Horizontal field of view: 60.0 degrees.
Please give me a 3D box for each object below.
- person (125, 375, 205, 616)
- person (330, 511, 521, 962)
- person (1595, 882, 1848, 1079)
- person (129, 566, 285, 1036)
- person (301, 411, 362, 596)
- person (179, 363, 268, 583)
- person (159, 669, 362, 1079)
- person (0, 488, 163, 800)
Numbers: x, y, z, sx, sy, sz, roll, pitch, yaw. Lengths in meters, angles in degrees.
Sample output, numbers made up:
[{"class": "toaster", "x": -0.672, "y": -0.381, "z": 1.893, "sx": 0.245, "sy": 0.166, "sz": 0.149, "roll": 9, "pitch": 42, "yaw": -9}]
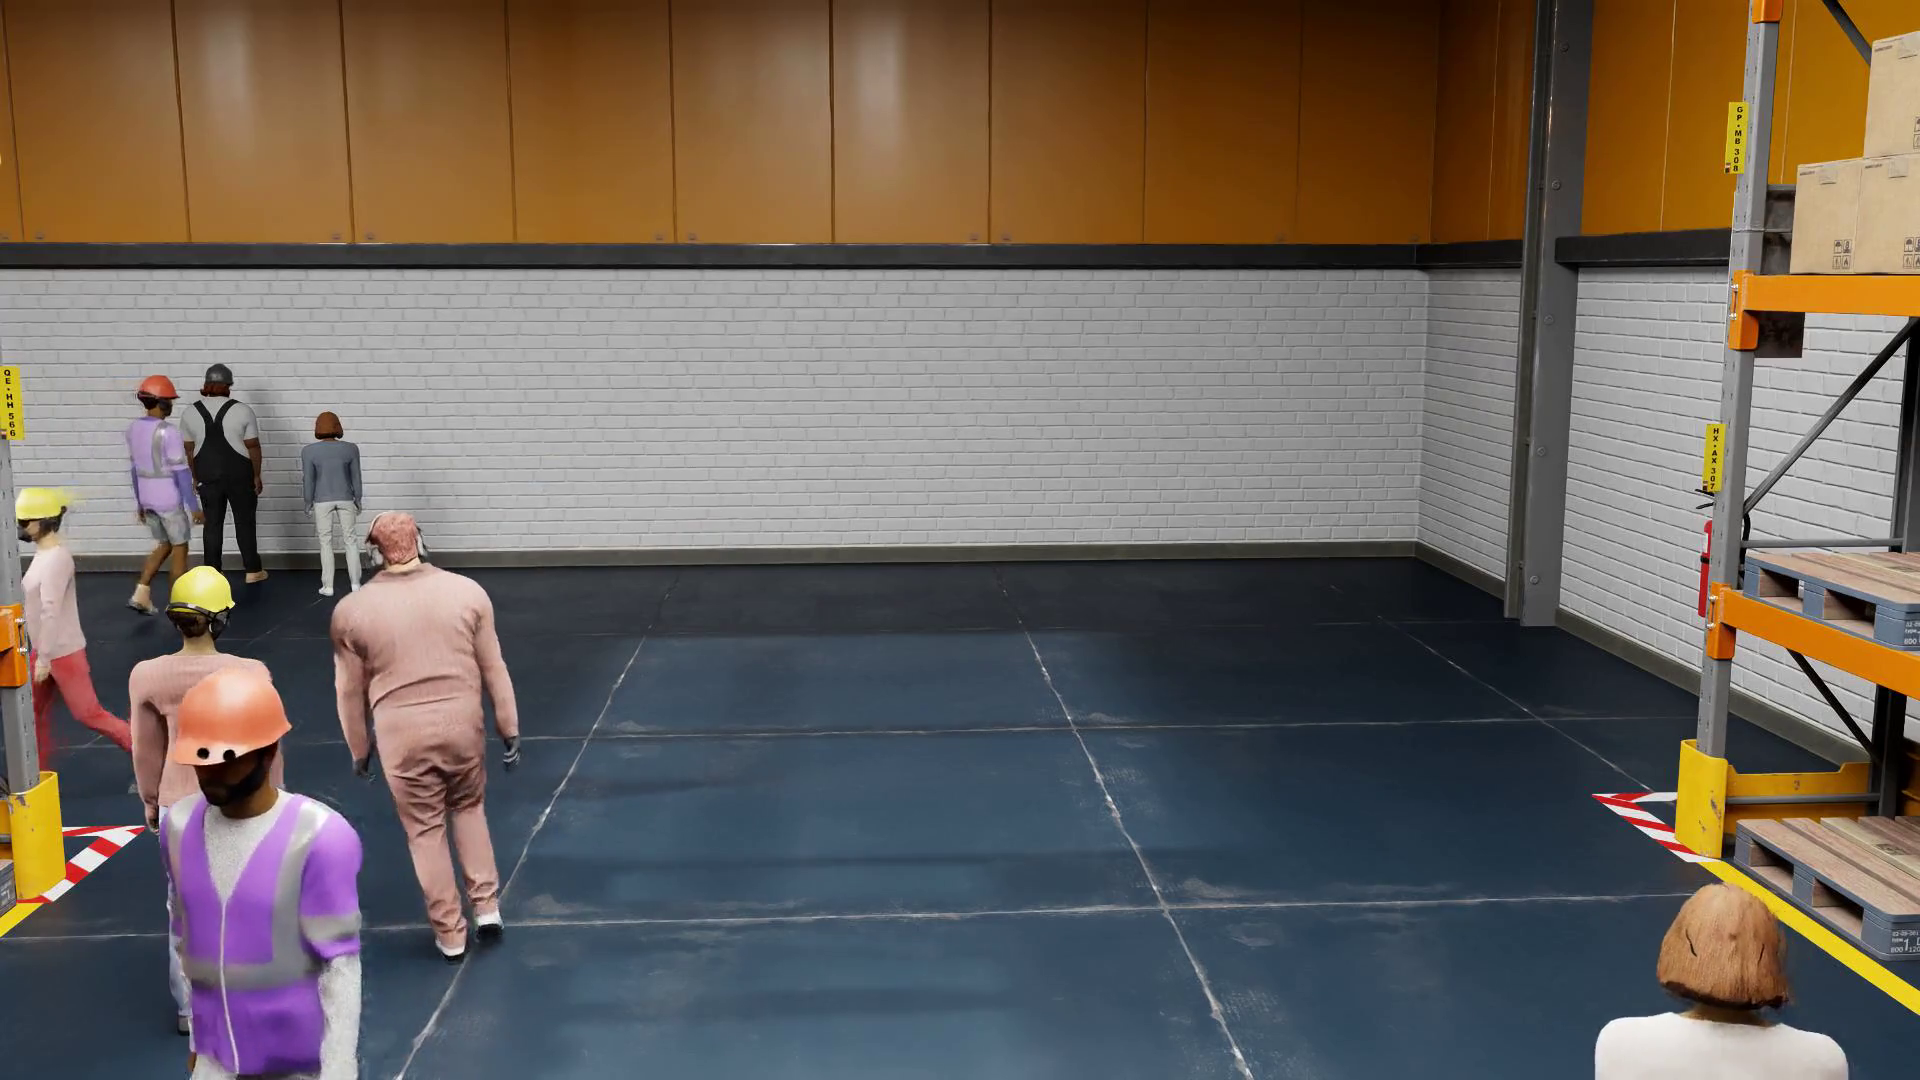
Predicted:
[{"class": "person", "x": -6.432, "y": -0.324, "z": 13.506, "sx": 0.630, "sy": 2.033, "sz": 0.537, "roll": 6, "pitch": 11, "yaw": 32}, {"class": "person", "x": -2.206, "y": 0.812, "z": 6.895, "sx": 0.715, "sy": 1.870, "sz": 0.481, "roll": -5, "pitch": 10, "yaw": -26}, {"class": "person", "x": 1.574, "y": 1.496, "z": 3.491, "sx": 0.517, "sy": 1.585, "sz": 0.875, "roll": 2, "pitch": 9, "yaw": 14}, {"class": "person", "x": -2.784, "y": 0.973, "z": 6.209, "sx": 0.533, "sy": 1.768, "sz": 0.311, "roll": -1, "pitch": 9, "yaw": -4}, {"class": "person", "x": -5.564, "y": -0.322, "z": 14.760, "sx": 0.502, "sy": 1.631, "sz": 0.286, "roll": -5, "pitch": 10, "yaw": -30}, {"class": "person", "x": -6.756, "y": -0.617, "z": 15.332, "sx": 0.682, "sy": 2.000, "sz": 0.538, "roll": -1, "pitch": 9, "yaw": -5}, {"class": "person", "x": -1.744, "y": 1.254, "z": 4.053, "sx": 0.570, "sy": 1.890, "sz": 0.894, "roll": 2, "pitch": 9, "yaw": 13}, {"class": "person", "x": -4.767, "y": 0.568, "z": 8.867, "sx": 0.889, "sy": 1.730, "sz": 0.523, "roll": -7, "pitch": 12, "yaw": -39}]
